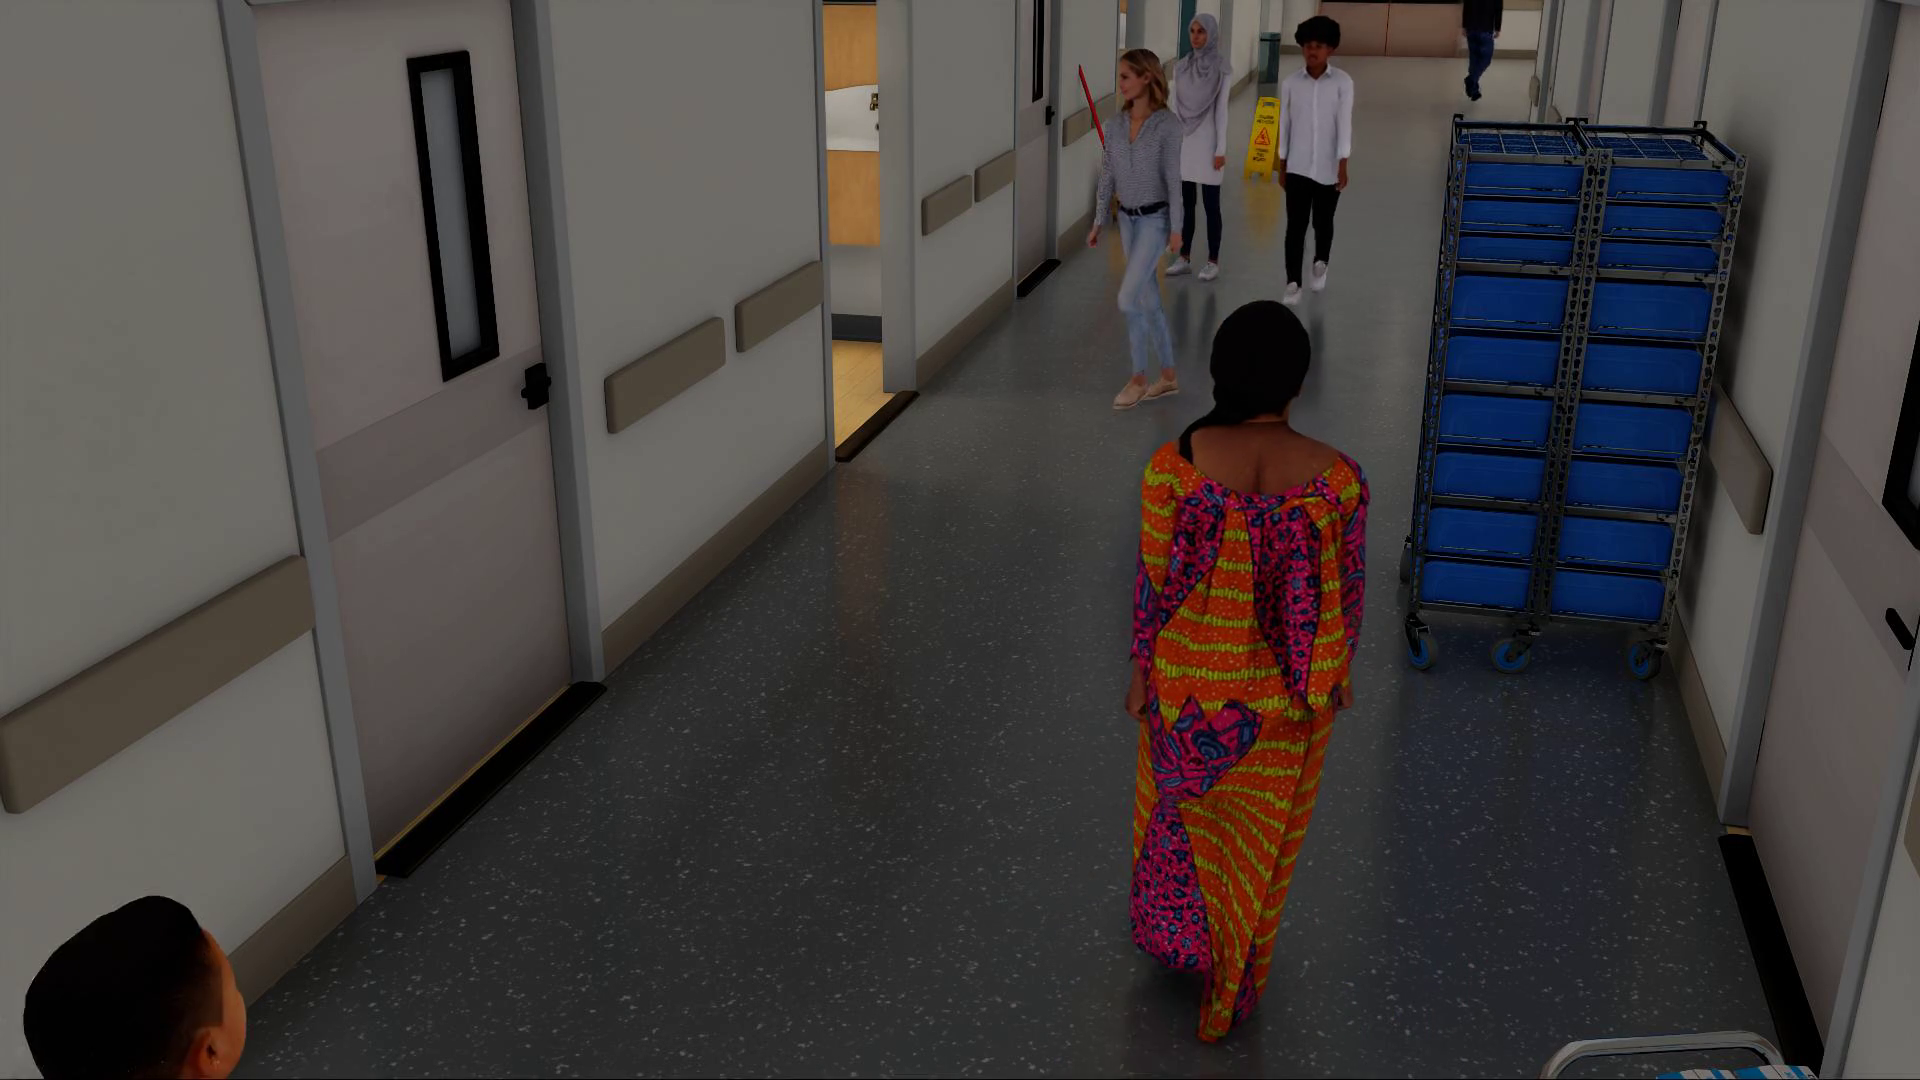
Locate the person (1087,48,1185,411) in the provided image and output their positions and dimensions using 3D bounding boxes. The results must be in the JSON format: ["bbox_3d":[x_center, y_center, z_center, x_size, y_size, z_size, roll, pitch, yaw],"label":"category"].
[{"bbox_3d":[0.986,-1.571,8.472,0.917,1.764,0.828,-18,27,-39],"label":"person"}]

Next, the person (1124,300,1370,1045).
[{"bbox_3d":[0.597,0.311,3.637,0.706,1.656,0.768,3,21,7],"label":"person"}]

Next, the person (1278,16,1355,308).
[{"bbox_3d":[2.299,-2.423,10.697,0.613,1.782,1.091,6,21,14],"label":"person"}]

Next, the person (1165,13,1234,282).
[{"bbox_3d":[1.647,-2.679,11.386,0.684,1.773,0.682,17,26,37],"label":"person"}]

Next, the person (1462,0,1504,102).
[{"bbox_3d":[6.843,-6.732,21.946,0.911,1.872,1.148,13,25,32],"label":"person"}]
